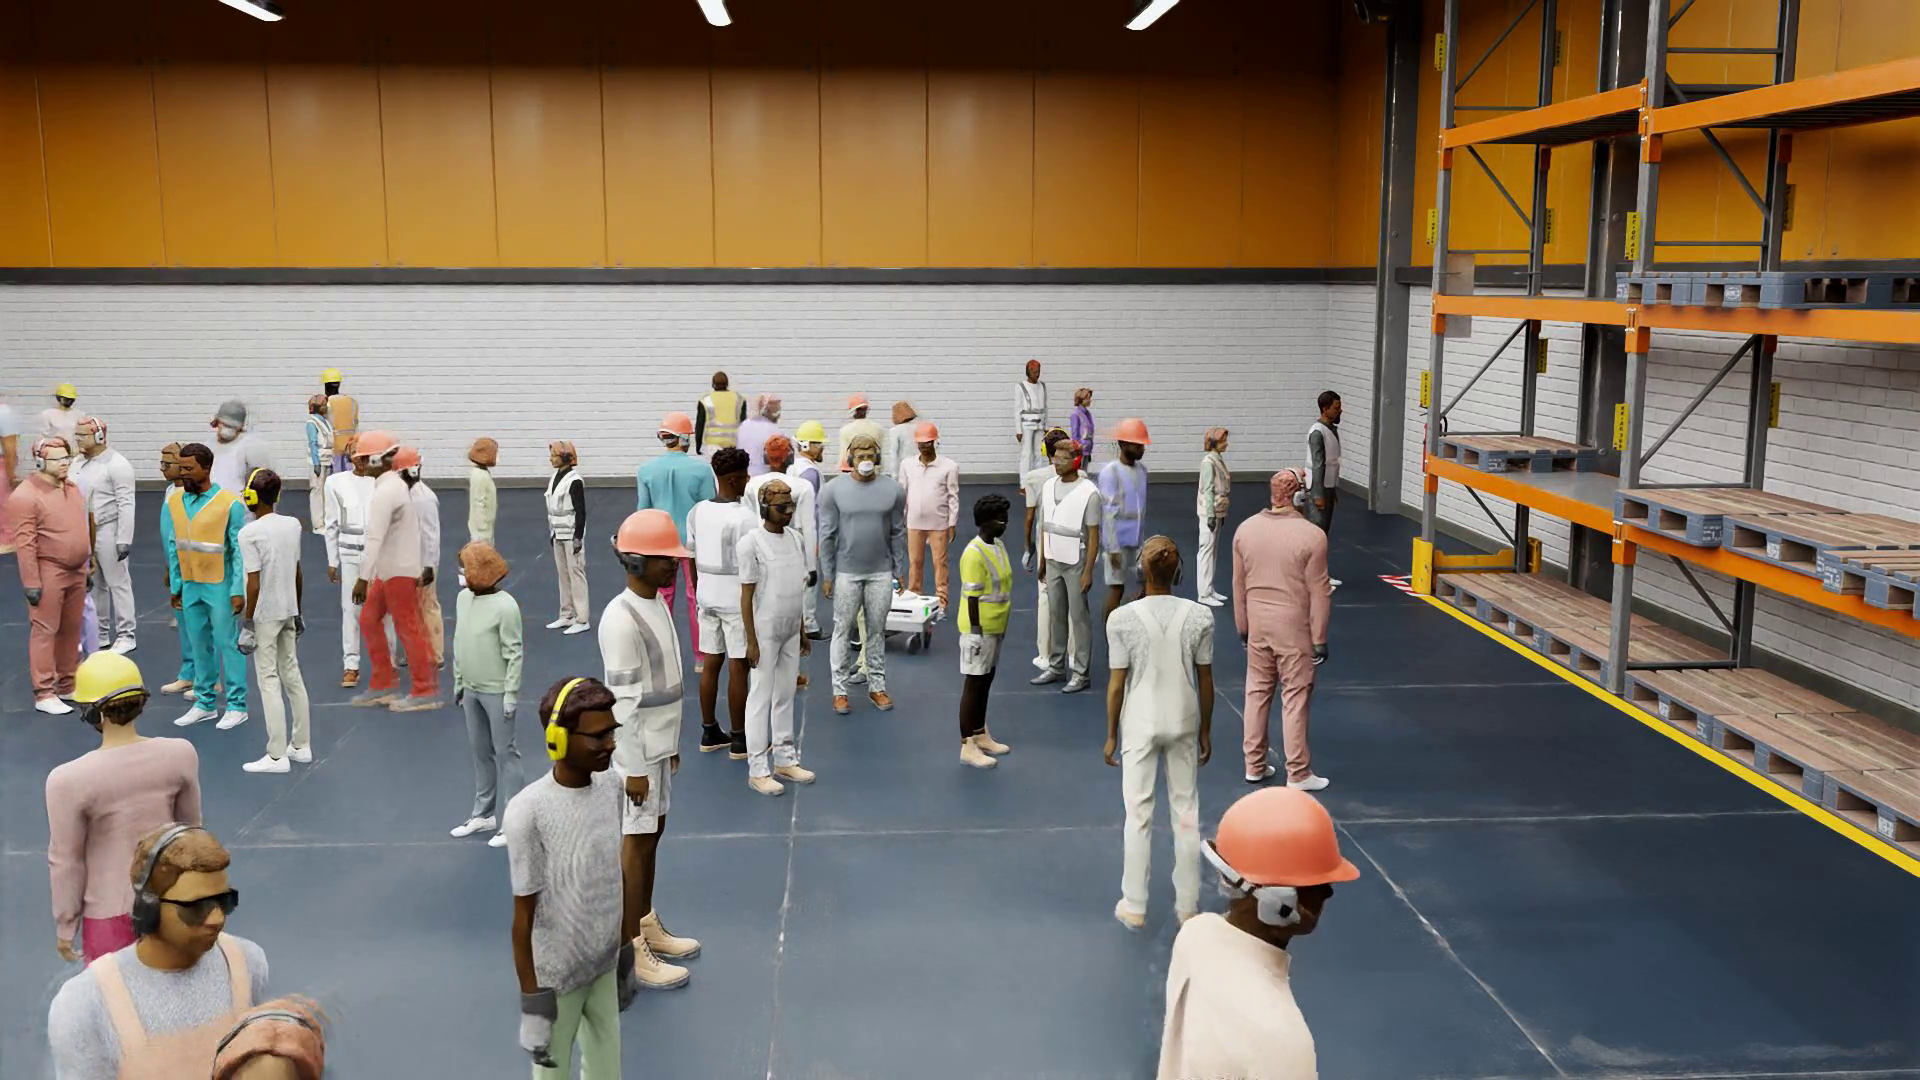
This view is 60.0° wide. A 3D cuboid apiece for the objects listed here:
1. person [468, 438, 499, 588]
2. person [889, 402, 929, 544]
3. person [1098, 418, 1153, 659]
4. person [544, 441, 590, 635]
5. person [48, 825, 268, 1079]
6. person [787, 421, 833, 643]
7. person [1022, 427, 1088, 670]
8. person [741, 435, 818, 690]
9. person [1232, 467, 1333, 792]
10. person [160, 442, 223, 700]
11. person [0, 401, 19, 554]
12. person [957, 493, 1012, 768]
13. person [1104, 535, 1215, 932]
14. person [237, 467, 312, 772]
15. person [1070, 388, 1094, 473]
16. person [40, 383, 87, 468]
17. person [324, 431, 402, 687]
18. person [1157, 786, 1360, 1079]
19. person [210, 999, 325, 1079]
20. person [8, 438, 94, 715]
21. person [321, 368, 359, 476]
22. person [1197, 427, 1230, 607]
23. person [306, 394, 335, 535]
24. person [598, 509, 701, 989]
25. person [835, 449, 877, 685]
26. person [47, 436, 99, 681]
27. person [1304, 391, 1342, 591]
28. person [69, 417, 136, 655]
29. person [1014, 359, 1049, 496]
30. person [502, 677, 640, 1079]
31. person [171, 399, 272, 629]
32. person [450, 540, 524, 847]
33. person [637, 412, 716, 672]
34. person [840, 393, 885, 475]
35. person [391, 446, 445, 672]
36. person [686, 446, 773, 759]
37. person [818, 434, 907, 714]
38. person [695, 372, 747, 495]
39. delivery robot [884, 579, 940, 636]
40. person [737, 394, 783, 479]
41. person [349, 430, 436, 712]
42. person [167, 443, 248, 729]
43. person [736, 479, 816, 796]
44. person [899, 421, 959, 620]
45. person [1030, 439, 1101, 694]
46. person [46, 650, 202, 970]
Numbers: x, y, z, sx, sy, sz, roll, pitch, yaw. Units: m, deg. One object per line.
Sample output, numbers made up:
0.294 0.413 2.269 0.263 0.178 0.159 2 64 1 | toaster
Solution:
-4.151 -0.074 14.482 0.340 1.621 0.531 -2 9 -11 | person
-0.589 -0.754 18.779 0.557 1.599 0.565 -7 11 -36 | person
1.341 0.018 12.910 0.563 1.919 0.505 -8 12 -41 | person
-3.324 -0.025 14.070 0.307 1.639 0.525 -7 11 -38 | person
-1.860 1.519 3.864 0.883 1.814 0.525 8 12 41 | person
-1.253 -0.072 13.772 0.404 1.829 0.591 -3 10 -18 | person
0.731 0.067 12.772 0.521 1.873 0.336 0 9 -2 | person
-1.318 0.166 12.138 0.577 1.874 0.342 3 9 16 | person
1.914 0.522 9.799 0.400 1.910 0.643 -8 12 -43 | person
-5.531 0.219 11.898 0.508 1.846 0.345 6 11 35 | person
-10.508 -0.849 17.986 0.700 2.000 0.541 4 10 21 | person
0.158 0.547 10.310 0.320 1.692 0.538 3 10 19 | person
0.915 0.892 7.670 0.507 1.847 0.344 -1 9 -4 | person
-4.210 0.485 10.147 0.316 1.870 0.531 3 9 16 | person
1.495 -1.059 20.560 0.315 1.640 0.515 4 10 23 | person
-10.913 -1.051 20.248 0.541 1.728 0.643 -8 12 -39 | person
-4.371 0.141 12.269 0.573 1.883 0.359 -3 9 -18 | person
0.727 1.485 3.611 0.996 1.942 0.659 -1 9 -5 | person
-1.439 1.717 3.252 0.558 1.613 0.655 5 10 28 | person
-6.262 0.240 11.576 0.399 1.908 0.643 1 9 7 | person
-7.414 -1.079 19.787 0.363 1.928 0.587 5 10 30 | person
2.329 -0.222 15.301 0.310 1.642 0.514 3 9 17 | person
-7.465 -0.879 19.431 0.310 1.642 0.514 -1 9 -5 | person
-1.323 0.879 7.140 0.379 2.042 0.605 0 9 2 | person
-0.756 0.192 12.344 0.328 1.753 0.560 -1 9 -3 | person
-6.694 0.136 12.462 0.355 1.835 0.516 3 9 16 | person
3.510 -0.483 16.073 0.392 1.920 0.591 4 10 23 | person
-6.868 -0.028 13.256 0.638 1.910 0.407 4 10 23 | person
0.991 -1.536 22.828 0.585 1.879 0.374 -8 12 -41 | person
-1.146 1.315 4.982 0.319 1.860 0.510 5 10 28 | person
-6.305 -0.253 14.247 0.730 2.000 0.765 3 10 18 | person
-2.520 0.809 8.851 0.498 1.633 0.279 7 11 37 | person
-2.136 0.023 12.669 0.609 1.992 0.382 1 9 5 | person
-1.085 -0.730 18.151 0.573 1.746 0.346 -7 11 -35 | person
-4.160 0.150 12.650 0.351 1.739 0.564 -8 12 -41 | person
-1.454 0.387 10.458 0.610 1.964 0.365 8 12 41 | person
-0.666 0.230 11.532 0.629 1.940 0.379 -3 10 -18 | person
-3.057 -1.235 21.171 0.658 1.794 0.937 -3 10 -21 | person
-0.528 0.564 13.474 0.707 0.478 0.477 3 10 18 | delivery robot
-1.997 -0.525 16.497 0.536 1.869 0.698 -9 13 -44 | person
-4.007 0.227 11.465 0.735 1.962 0.631 -3 9 -17 | person
-5.034 0.302 11.147 0.596 1.918 0.385 3 9 17 | person
-1.075 0.558 9.767 0.345 1.846 0.508 6 11 35 | person
-0.288 -0.168 14.611 0.565 1.751 0.330 2 9 14 | person
0.795 0.180 12.129 0.389 1.850 0.566 -8 12 -40 | person
-2.855 1.248 5.723 0.351 1.759 0.523 6 11 34 | person
